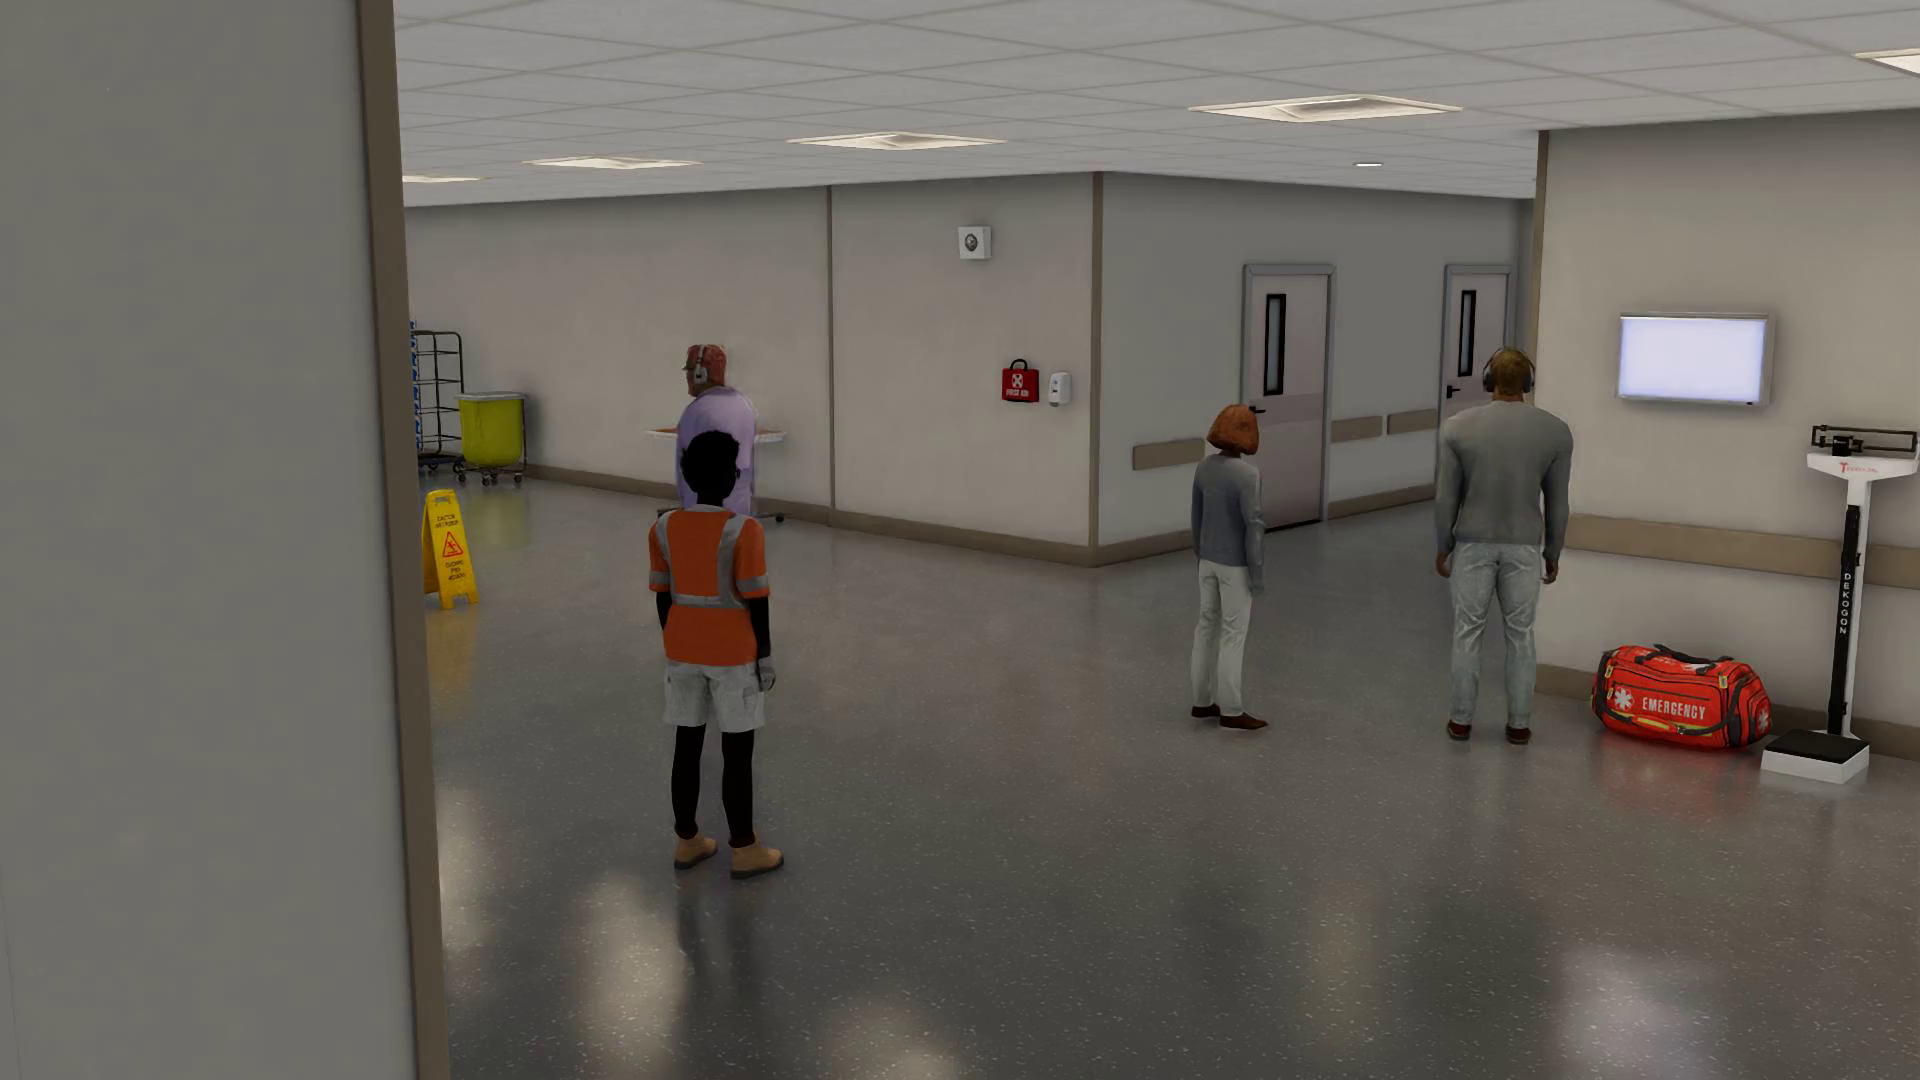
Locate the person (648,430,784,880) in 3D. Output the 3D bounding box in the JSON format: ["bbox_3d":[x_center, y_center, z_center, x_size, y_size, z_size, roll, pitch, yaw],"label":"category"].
[{"bbox_3d":[-0.925,0.434,6.296,0.529,1.697,0.321,5,11,28],"label":"person"}]

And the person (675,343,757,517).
[{"bbox_3d":[-1.378,-0.130,9.150,0.432,1.891,0.678,4,10,23],"label":"person"}]

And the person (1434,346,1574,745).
[{"bbox_3d":[2.613,0.033,8.065,0.628,1.932,0.370,2,9,11],"label":"person"}]

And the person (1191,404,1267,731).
[{"bbox_3d":[1.348,0.133,8.344,0.268,1.631,0.507,-5,10,-28],"label":"person"}]
